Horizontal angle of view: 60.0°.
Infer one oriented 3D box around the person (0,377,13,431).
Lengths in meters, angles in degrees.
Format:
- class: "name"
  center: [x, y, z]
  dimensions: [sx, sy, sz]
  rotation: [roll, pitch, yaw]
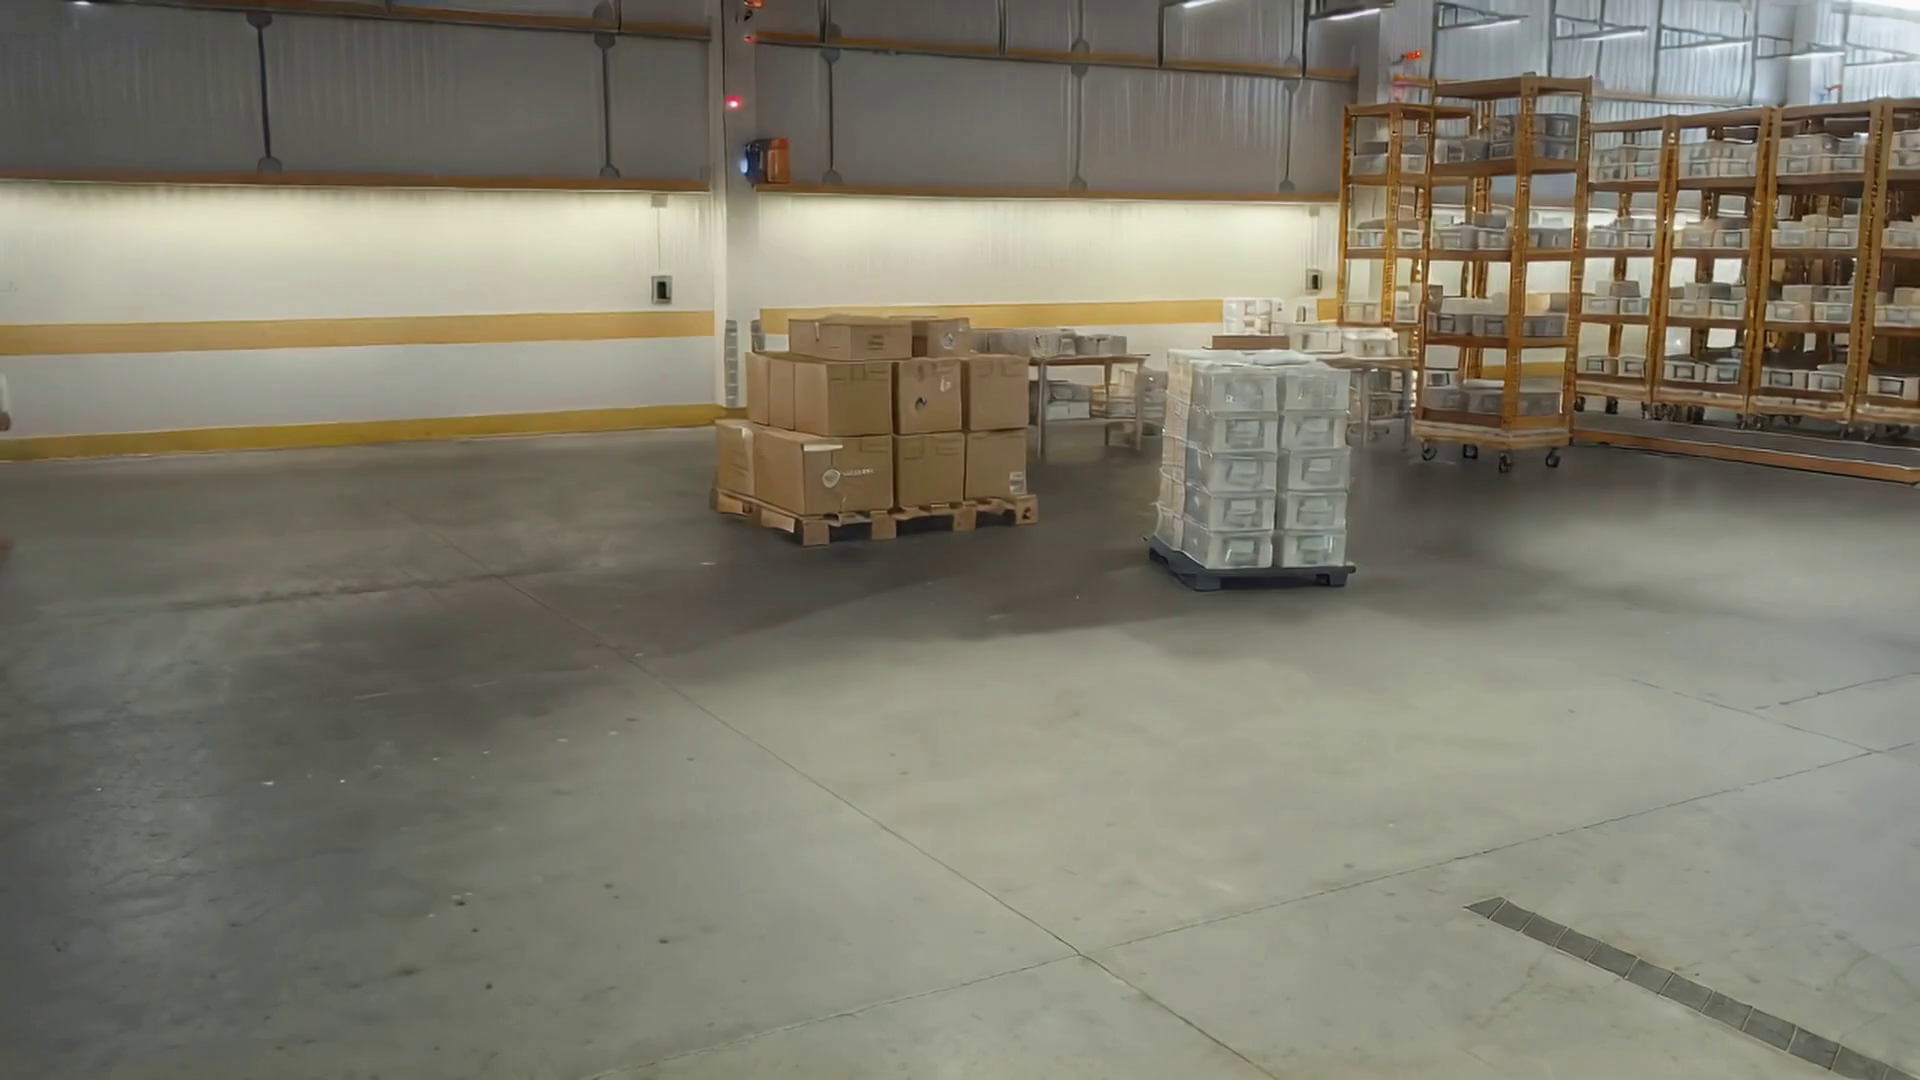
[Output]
- class: "person"
  center: [-6.958, -0.902, 11.499]
  dimensions: [0.708, 1.916, 0.423]
  rotation: [-3, 11, -18]
